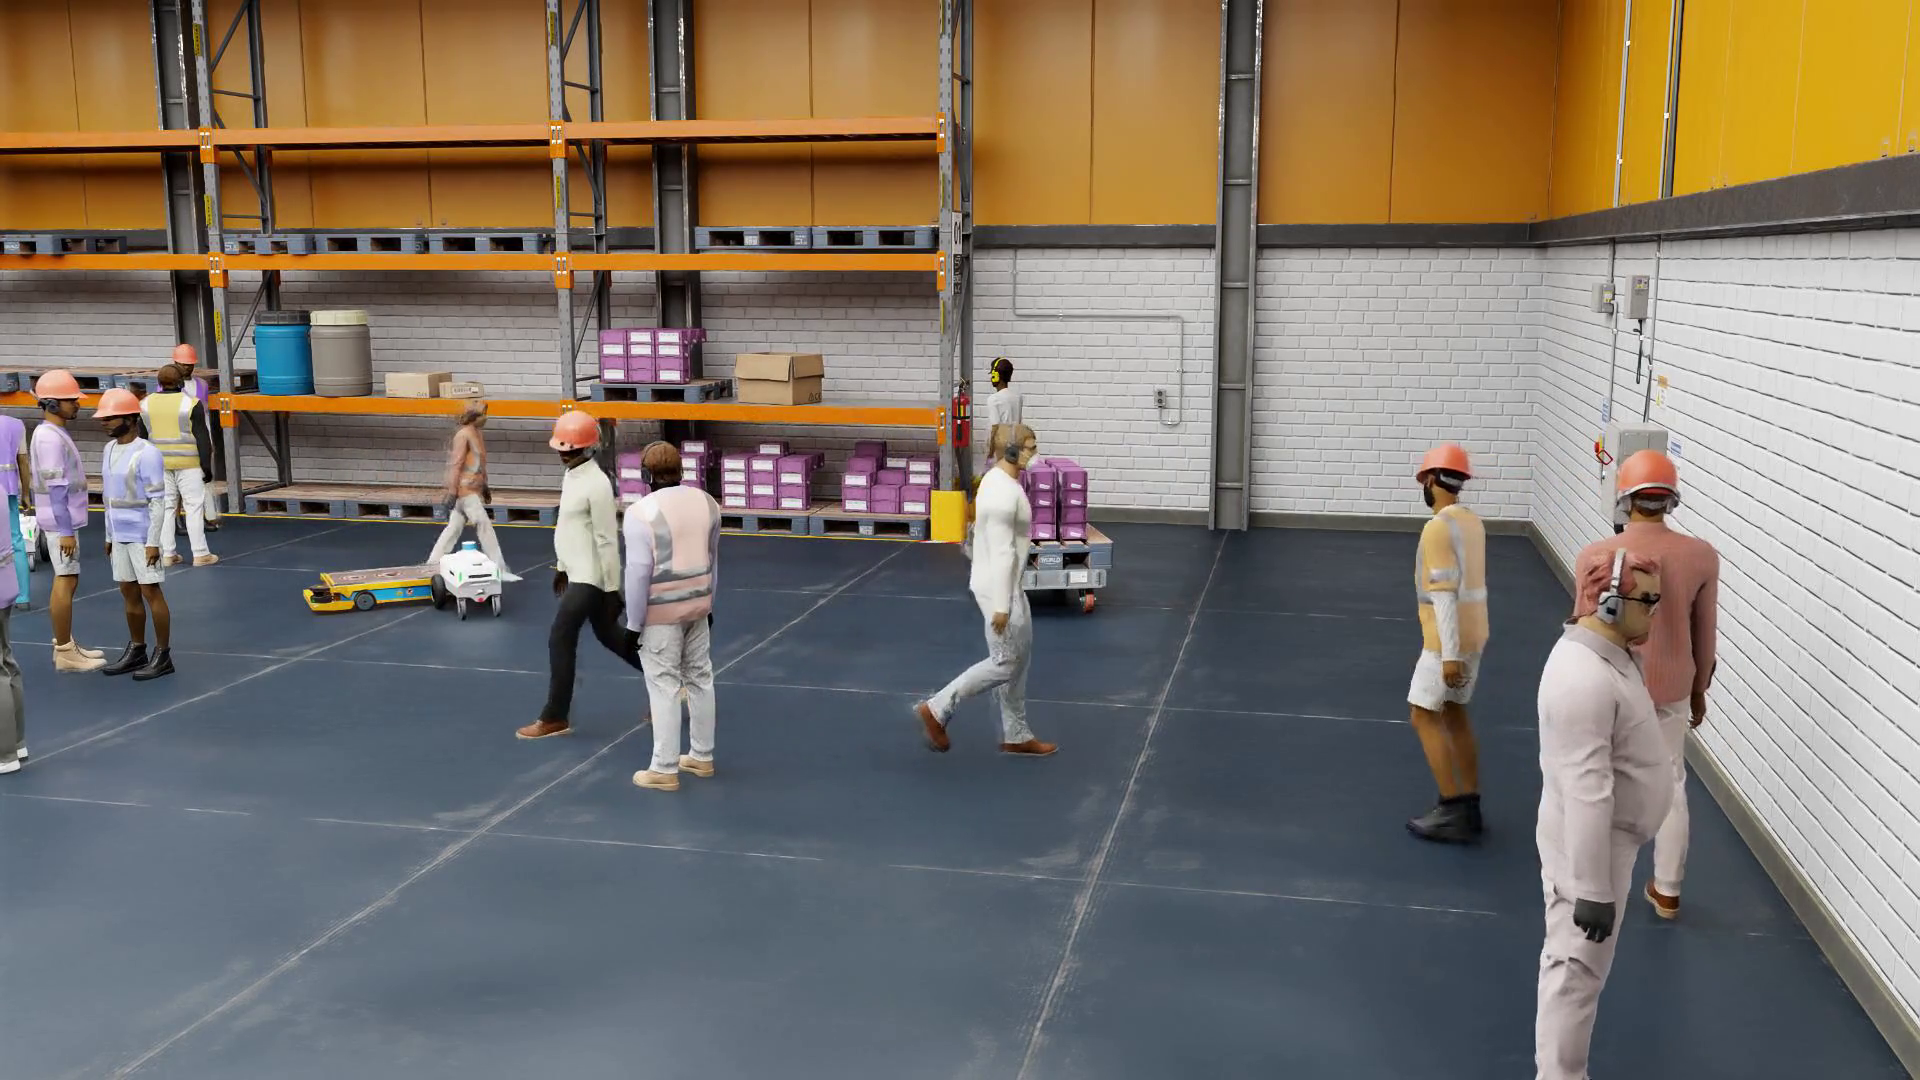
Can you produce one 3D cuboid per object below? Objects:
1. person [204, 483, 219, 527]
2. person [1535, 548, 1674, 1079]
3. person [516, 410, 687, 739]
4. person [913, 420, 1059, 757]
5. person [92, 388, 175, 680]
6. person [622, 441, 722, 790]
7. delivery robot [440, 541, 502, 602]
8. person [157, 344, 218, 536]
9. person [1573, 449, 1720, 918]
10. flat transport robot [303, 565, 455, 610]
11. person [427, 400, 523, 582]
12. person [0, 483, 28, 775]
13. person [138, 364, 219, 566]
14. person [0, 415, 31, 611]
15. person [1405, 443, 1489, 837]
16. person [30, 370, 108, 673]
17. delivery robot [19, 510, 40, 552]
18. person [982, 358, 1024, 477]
[{"bbox_3d":[-8.106,-0.897,17.180,0.875,1.577,0.495,1,10,7],"label":"person"},{"bbox_3d":[1.998,0.964,5.198,0.404,1.905,0.671,4,10,21],"label":"person"},{"bbox_3d":[-2.094,0.190,9.729,0.992,1.938,0.608,-3,10,-19],"label":"person"},{"bbox_3d":[0.162,0.290,9.185,0.718,1.917,0.637,0,10,1],"label":"person"},{"bbox_3d":[-5.501,-0.038,11.036,0.545,1.938,0.362,5,11,29],"label":"person"},{"bbox_3d":[-1.535,0.395,8.767,0.430,1.841,0.624,7,12,37],"label":"person"},{"bbox_3d":[-3.861,0.256,13.106,0.477,0.478,0.707,-5,11,-28],"label":"delivery robot"},{"bbox_3d":[-7.784,-1.012,16.812,0.369,1.933,0.551,5,11,29],"label":"person"},{"bbox_3d":[2.865,0.610,7.033,0.622,1.992,0.395,0,10,0],"label":"person"},{"bbox_3d":[-4.565,0.367,13.563,1.431,0.197,0.652,-5,11,-27],"label":"flat transport robot"},{"bbox_3d":[-4.251,-0.413,14.313,0.855,1.594,0.520,-1,10,-6],"label":"person"},{"bbox_3d":[-5.282,0.319,8.954,0.366,1.927,0.585,-3,10,-16],"label":"person"},{"bbox_3d":[-7.077,-0.675,15.082,0.631,1.846,0.429,0,10,2],"label":"person"},{"bbox_3d":[-7.556,-0.323,12.994,0.377,1.844,0.569,7,12,37],"label":"person"},{"bbox_3d":[2.379,0.480,8.103,0.524,1.889,0.568,8,13,40],"label":"person"},{"bbox_3d":[-6.028,-0.126,11.242,0.379,2.041,0.616,-5,11,-28],"label":"person"},{"bbox_3d":[-8.512,-0.061,14.983,0.477,0.478,0.707,-4,11,-25],"label":"delivery robot"},{"bbox_3d":[0.398,-0.760,15.516,0.309,1.868,0.535,7,12,36],"label":"person"}]
